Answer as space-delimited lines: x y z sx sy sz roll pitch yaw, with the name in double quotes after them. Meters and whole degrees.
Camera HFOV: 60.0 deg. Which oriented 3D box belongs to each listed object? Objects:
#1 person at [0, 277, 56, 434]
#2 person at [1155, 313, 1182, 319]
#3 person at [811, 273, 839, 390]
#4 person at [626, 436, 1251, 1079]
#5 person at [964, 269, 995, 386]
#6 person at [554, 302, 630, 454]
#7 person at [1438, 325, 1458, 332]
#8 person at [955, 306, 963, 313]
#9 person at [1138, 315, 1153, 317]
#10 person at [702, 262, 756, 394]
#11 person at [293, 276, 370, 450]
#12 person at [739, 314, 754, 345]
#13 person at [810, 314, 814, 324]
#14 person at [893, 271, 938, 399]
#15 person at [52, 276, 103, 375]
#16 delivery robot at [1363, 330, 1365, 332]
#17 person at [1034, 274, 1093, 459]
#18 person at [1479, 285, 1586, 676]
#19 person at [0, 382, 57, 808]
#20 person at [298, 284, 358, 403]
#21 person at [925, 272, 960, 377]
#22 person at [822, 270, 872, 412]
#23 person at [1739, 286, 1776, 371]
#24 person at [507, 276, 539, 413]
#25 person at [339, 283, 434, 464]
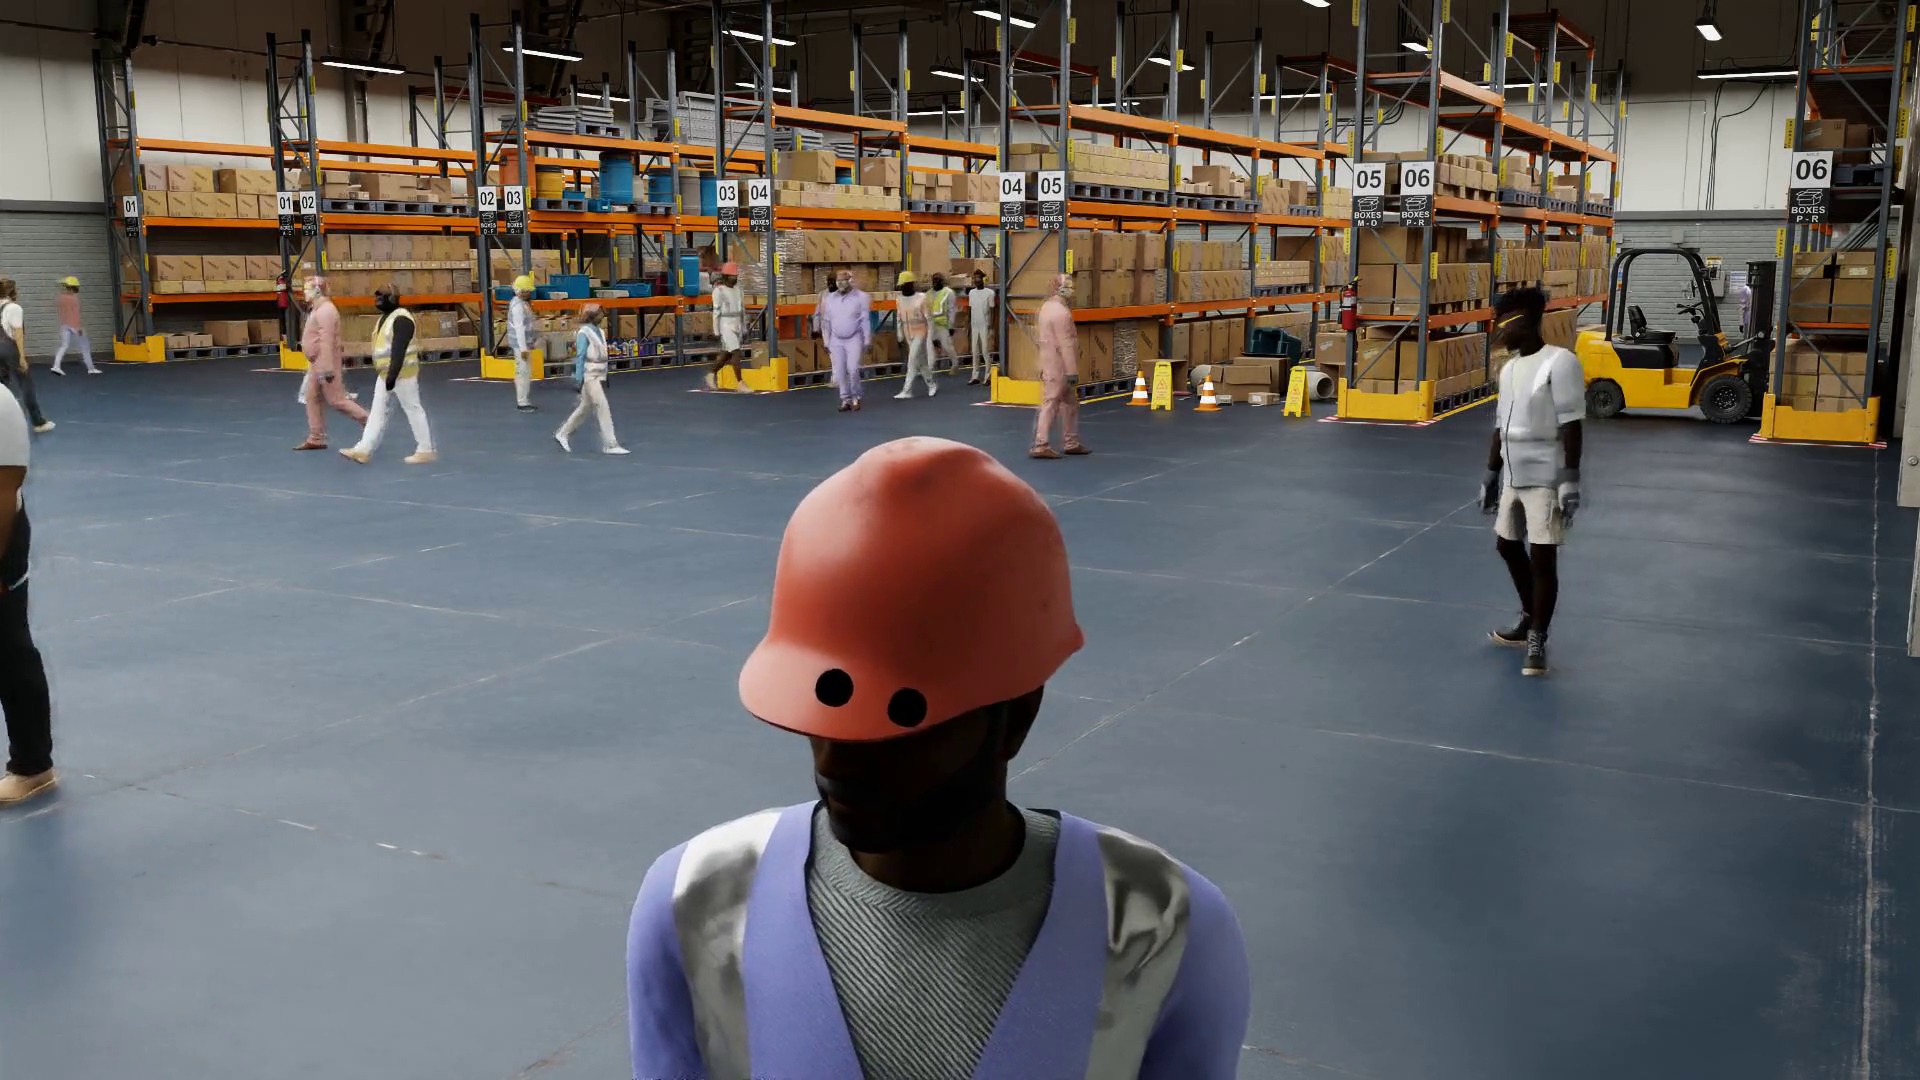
-10.915 -2.113 19.245 0.557 1.817 0.848 3 10 20 "person"
4.054 -4.424 32.617 0.599 1.888 0.874 9 13 44 "person"
-2.028 -3.248 25.955 0.625 1.807 0.864 6 11 30 "person"
-0.027 0.868 1.470 0.546 1.934 0.376 1 10 4 "person"
0.321 -3.388 26.592 0.533 1.864 0.310 7 12 35 "person"
-3.912 -1.699 17.467 0.835 1.606 0.520 1 10 9 "person"
10.673 -5.114 36.450 0.709 1.961 0.437 -4 10 -22 "person"
-0.160 -4.830 34.824 0.628 1.936 0.375 6 11 32 "person"
3.668 -4.567 33.520 0.552 1.855 0.393 9 13 44 "person"
-3.545 -3.214 25.209 1.021 2.004 0.619 6 12 33 "person"
-6.709 -1.892 17.836 0.858 1.878 0.658 -5 11 -28 "person"
-4.741 -5.108 36.593 0.632 1.902 0.985 6 11 30 "person"
-2.596 -4.242 31.651 0.954 1.839 0.587 -8 12 -39 "person"
-0.614 -3.015 24.432 0.646 1.870 0.957 9 13 42 "person"
-15.505 -3.734 29.028 0.532 1.724 0.884 5 11 25 "person"
8.964 -4.684 37.735 0.707 0.478 0.477 0 10 2 "delivery robot"
1.113 -1.762 17.002 0.788 1.878 0.683 -1 10 -8 "person"
2.917 -0.312 8.415 0.425 1.924 0.746 -3 10 -16 "person"
-3.754 0.046 5.970 0.702 2.000 0.957 3 10 17 "person"
-9.011 -2.778 23.530 0.945 1.690 0.490 -9 14 -44 "person"
-0.307 -3.684 28.515 0.624 1.811 0.876 6 11 31 "person"
-1.523 -2.643 22.150 0.686 1.887 0.464 3 10 17 "person"
13.788 -3.784 28.763 0.587 1.918 0.399 1 10 8 "person"
-5.801 -2.586 22.107 0.404 1.803 0.654 -3 10 -16 "person"
-5.701 -1.631 16.486 0.947 1.795 0.647 -8 13 -40 "person"
